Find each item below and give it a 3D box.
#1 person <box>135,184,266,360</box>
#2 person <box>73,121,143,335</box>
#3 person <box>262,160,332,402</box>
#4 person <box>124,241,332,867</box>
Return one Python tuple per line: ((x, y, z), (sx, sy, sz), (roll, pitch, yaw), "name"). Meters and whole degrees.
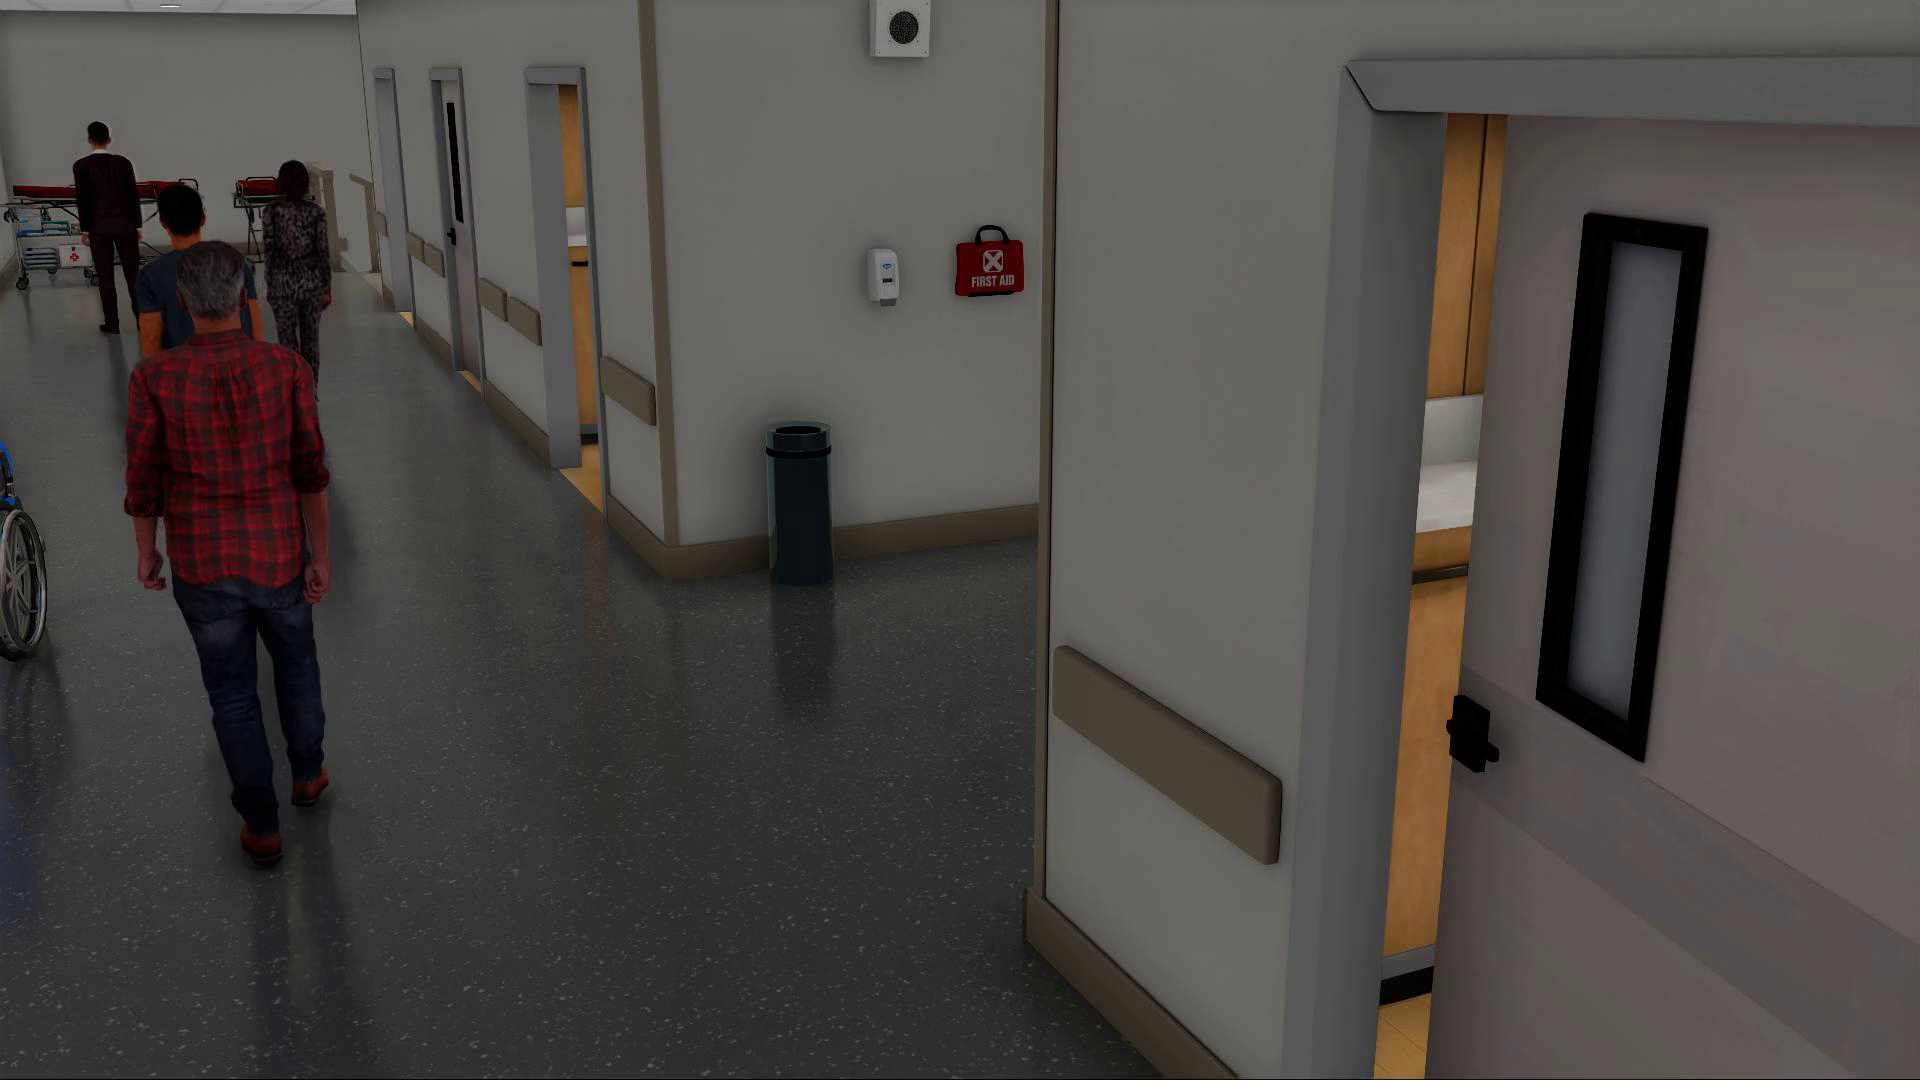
((-3.337, -0.660, 7.444), (0.708, 1.799, 0.732), (-9, 18, -30), "person")
((-7.608, -2.801, 14.916), (0.721, 1.865, 0.666), (-11, 19, -35), "person")
((-4.461, -1.684, 11.250), (0.580, 1.704, 0.626), (-8, 18, -27), "person")
((-2.080, 0.071, 4.828), (0.739, 1.812, 0.861), (-9, 18, -30), "person")
